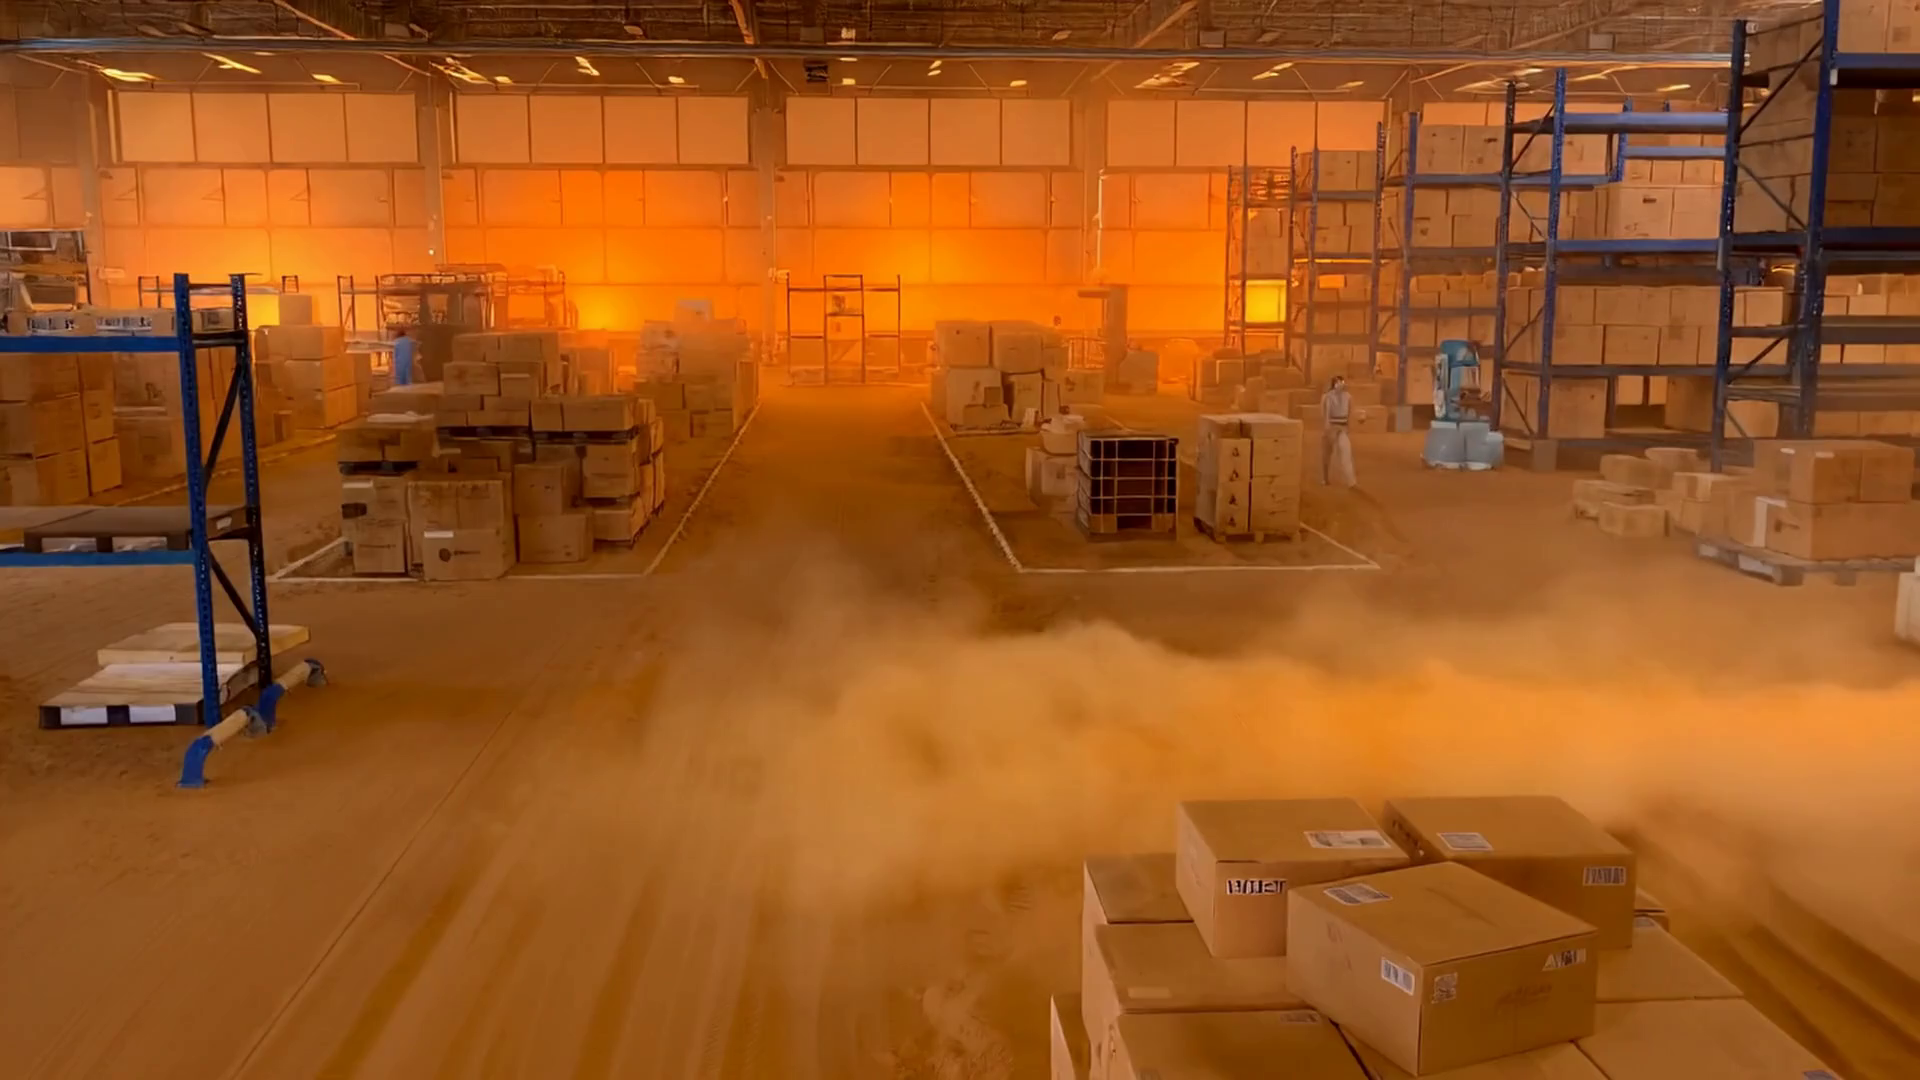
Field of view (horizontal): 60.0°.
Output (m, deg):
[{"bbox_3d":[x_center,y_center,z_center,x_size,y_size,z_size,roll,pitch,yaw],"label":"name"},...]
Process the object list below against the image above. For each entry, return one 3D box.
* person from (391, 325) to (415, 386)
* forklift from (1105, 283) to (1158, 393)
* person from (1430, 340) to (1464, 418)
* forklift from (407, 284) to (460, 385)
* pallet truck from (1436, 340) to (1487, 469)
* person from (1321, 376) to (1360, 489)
[{"bbox_3d":[-12.691,-3.977,38.071,0.891,1.906,0.632,5,10,27],"label":"person"},{"bbox_3d":[4.055,-5.154,42.395,1.873,2.768,1.129,-1,9,-4],"label":"forklift"},{"bbox_3d":[8.940,-2.766,30.654,0.627,1.844,0.429,-3,10,-19],"label":"person"},{"bbox_3d":[-11.964,-4.501,38.294,1.873,2.768,1.129,7,11,37],"label":"forklift"},{"bbox_3d":[8.004,-2.170,26.422,0.823,1.965,1.885,2,9,14],"label":"pallet truck"},{"bbox_3d":[5.343,-1.501,23.423,0.543,1.597,0.832,-2,9,-14],"label":"person"}]
